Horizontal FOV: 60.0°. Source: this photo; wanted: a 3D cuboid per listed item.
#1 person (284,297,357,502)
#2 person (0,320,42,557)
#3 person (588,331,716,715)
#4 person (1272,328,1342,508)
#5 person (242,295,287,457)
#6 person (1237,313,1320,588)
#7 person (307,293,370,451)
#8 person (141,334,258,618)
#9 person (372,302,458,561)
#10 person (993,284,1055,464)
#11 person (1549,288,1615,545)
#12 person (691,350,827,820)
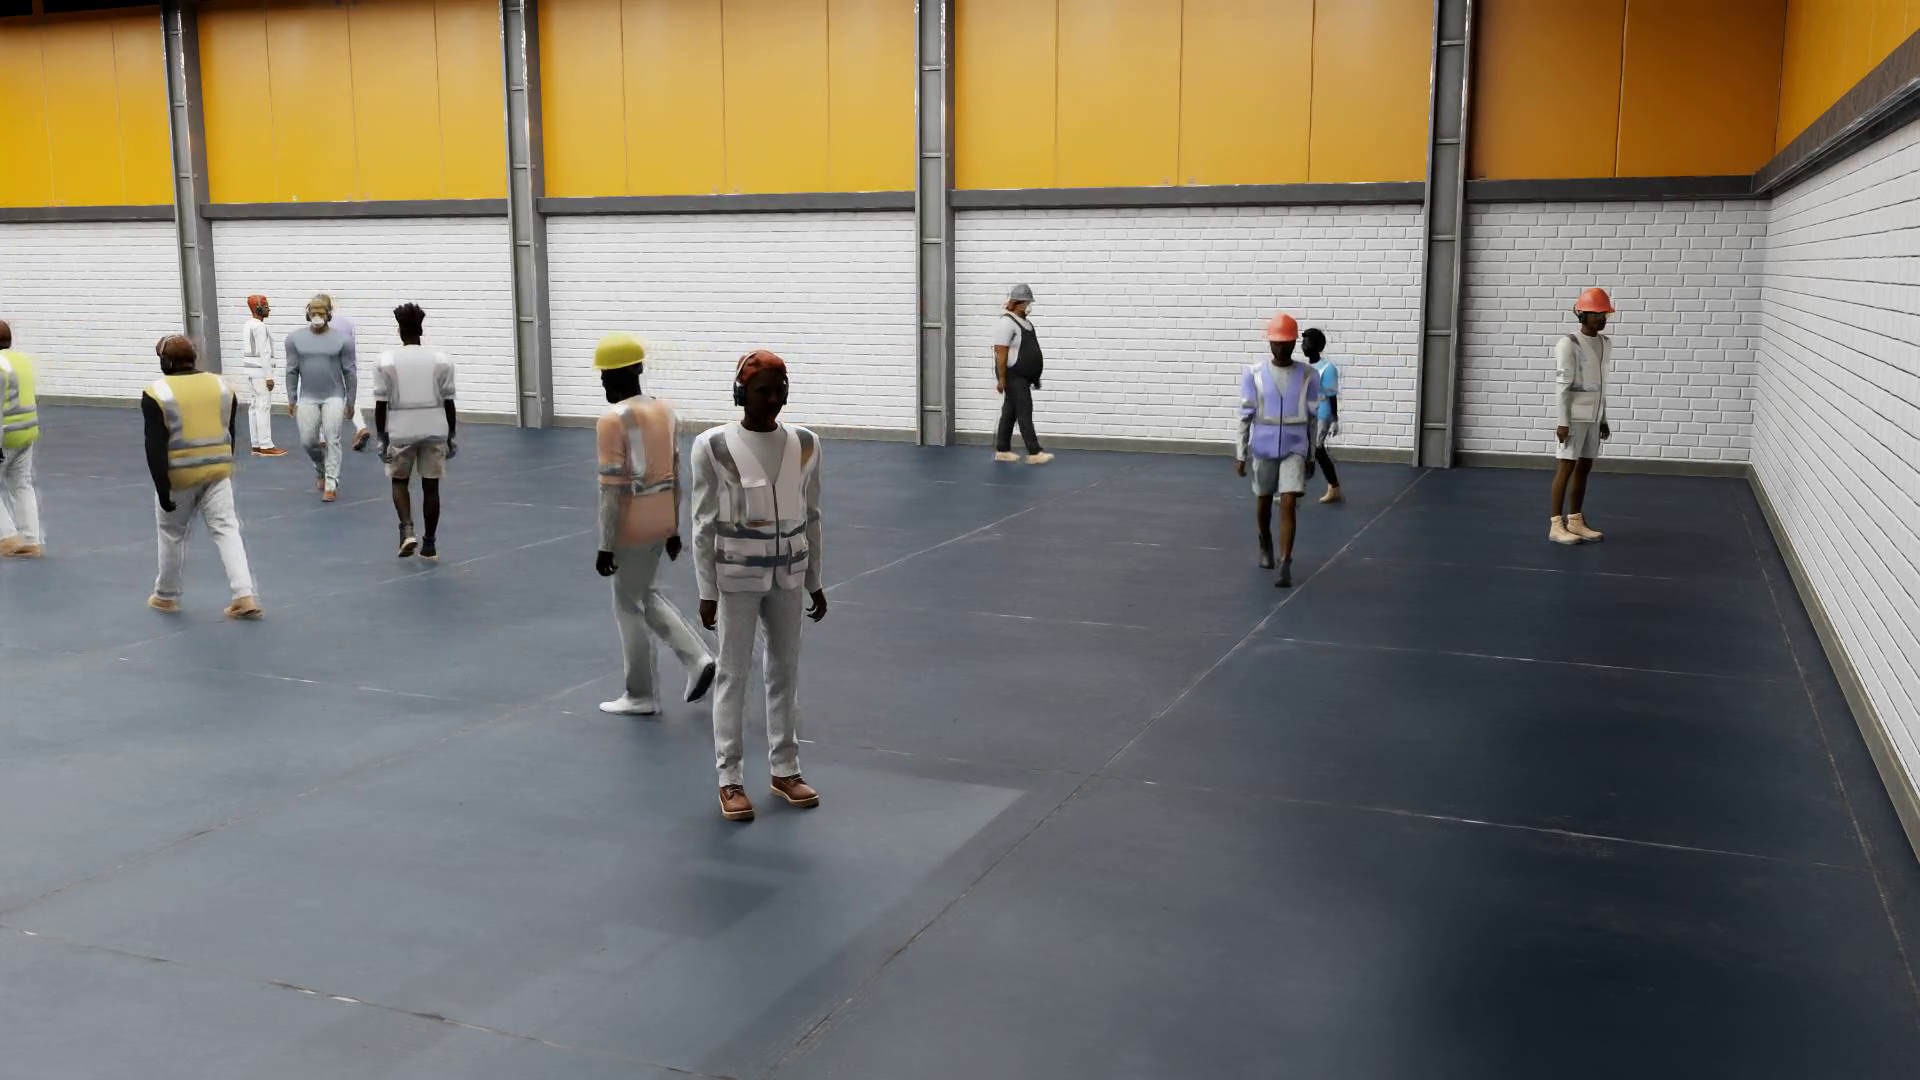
[{"bbox_3d":[-6.034,-1.331,15.758,0.646,1.928,0.564,-2,10,-13],"label":"person"},{"bbox_3d":[-7.255,-0.756,12.574,0.515,1.823,0.655,-1,9,-5],"label":"person"},{"bbox_3d":[-1.542,-0.059,8.101,0.524,1.909,0.583,3,10,19],"label":"person"},{"bbox_3d":[3.250,-1.125,15.338,0.890,1.644,0.549,-4,10,-24],"label":"person"},{"bbox_3d":[-8.161,-1.915,19.425,0.356,1.883,0.573,-8,12,-39],"label":"person"},{"bbox_3d":[2.258,-0.665,11.819,0.558,1.904,0.955,2,10,10],"label":"person"},{"bbox_3d":[-7.460,-2.001,19.895,0.929,1.908,0.643,6,11,34],"label":"person"},{"bbox_3d":[-4.823,-0.397,10.508,0.946,1.802,0.628,8,12,38],"label":"person"},{"bbox_3d":[-4.076,-0.801,12.486,0.602,1.952,0.415,-4,10,-22],"label":"person"},{"bbox_3d":[0.759,-1.871,18.677,0.919,2.000,0.706,4,10,23],"label":"person"},{"bbox_3d":[5.012,-0.988,13.322,0.609,2.043,0.397,-6,11,-34],"label":"person"},{"bbox_3d":[-0.803,0.177,6.747,0.576,1.883,0.355,-6,11,-33],"label":"person"}]
